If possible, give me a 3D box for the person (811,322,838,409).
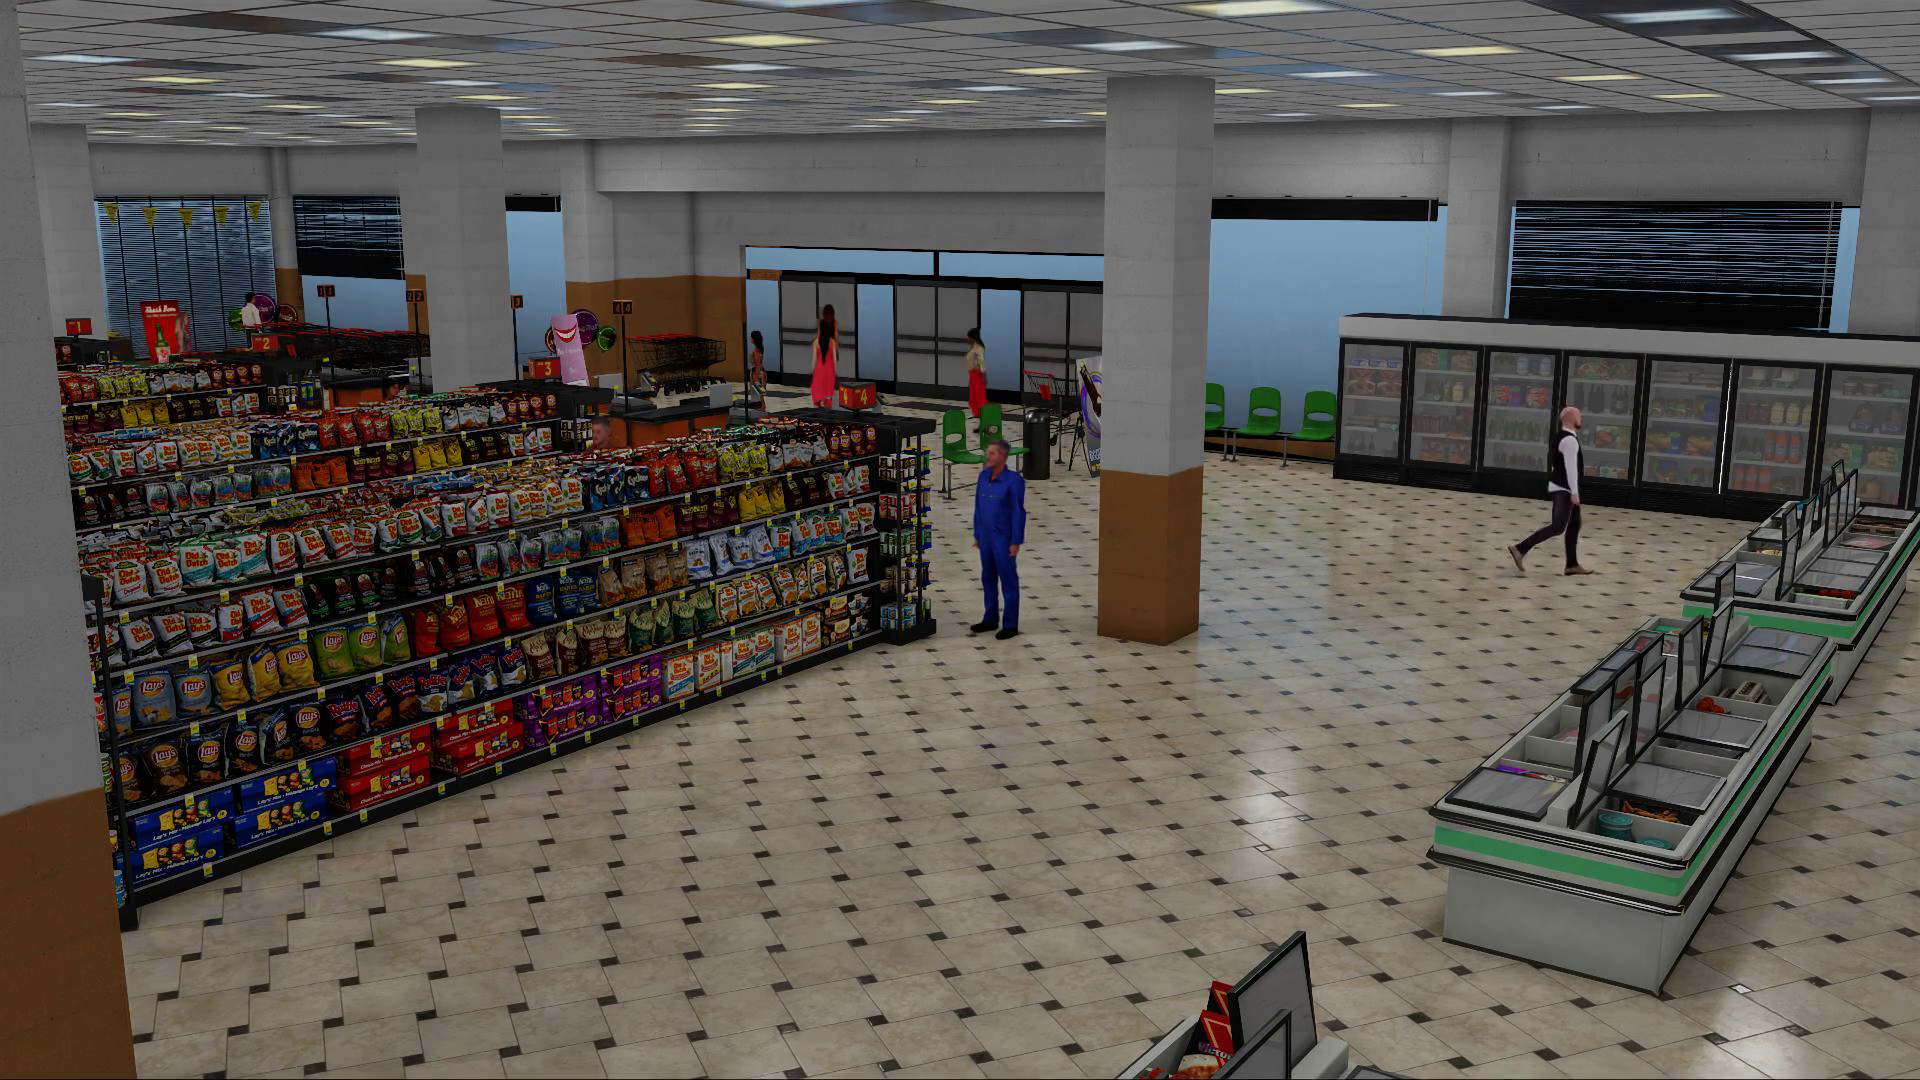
[{"bbox_3d":[-2.419,-3.048,29.855,0.829,1.712,0.891,-2,12,-8],"label":"person"}]

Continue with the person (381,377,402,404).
[{"bbox_3d":[-7.432,-1.295,21.707,0.933,1.638,1.062,2,12,10],"label":"person"}]

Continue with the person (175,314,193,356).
[{"bbox_3d":[-15.073,-3.491,32.091,1.207,1.657,0.987,-5,13,-22],"label":"person"}]

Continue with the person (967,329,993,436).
[{"bbox_3d":[0.365,-2.600,27.598,0.846,1.765,0.830,-6,13,-27],"label":"person"}]

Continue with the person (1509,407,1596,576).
[{"bbox_3d":[6.264,-0.479,17.443,1.054,1.799,1.184,2,12,10],"label":"person"}]

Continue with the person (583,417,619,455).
[{"bbox_3d":[-3.510,-0.342,16.783,0.841,1.804,1.149,5,13,23],"label":"person"}]

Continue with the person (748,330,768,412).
[{"bbox_3d":[-3.517,-2.834,29.004,0.783,1.645,0.676,0,12,0],"label":"person"}]

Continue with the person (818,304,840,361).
[{"bbox_3d":[-2.605,-3.687,32.672,1.016,1.803,1.150,-1,12,-4],"label":"person"}]

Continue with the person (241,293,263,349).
[{"bbox_3d":[-15.647,-4.561,36.799,0.678,1.811,0.590,6,13,27],"label":"person"}]

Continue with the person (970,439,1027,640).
[{"bbox_3d":[0.358,-0.029,15.226,0.626,1.831,0.765,-11,16,-42],"label":"person"}]
